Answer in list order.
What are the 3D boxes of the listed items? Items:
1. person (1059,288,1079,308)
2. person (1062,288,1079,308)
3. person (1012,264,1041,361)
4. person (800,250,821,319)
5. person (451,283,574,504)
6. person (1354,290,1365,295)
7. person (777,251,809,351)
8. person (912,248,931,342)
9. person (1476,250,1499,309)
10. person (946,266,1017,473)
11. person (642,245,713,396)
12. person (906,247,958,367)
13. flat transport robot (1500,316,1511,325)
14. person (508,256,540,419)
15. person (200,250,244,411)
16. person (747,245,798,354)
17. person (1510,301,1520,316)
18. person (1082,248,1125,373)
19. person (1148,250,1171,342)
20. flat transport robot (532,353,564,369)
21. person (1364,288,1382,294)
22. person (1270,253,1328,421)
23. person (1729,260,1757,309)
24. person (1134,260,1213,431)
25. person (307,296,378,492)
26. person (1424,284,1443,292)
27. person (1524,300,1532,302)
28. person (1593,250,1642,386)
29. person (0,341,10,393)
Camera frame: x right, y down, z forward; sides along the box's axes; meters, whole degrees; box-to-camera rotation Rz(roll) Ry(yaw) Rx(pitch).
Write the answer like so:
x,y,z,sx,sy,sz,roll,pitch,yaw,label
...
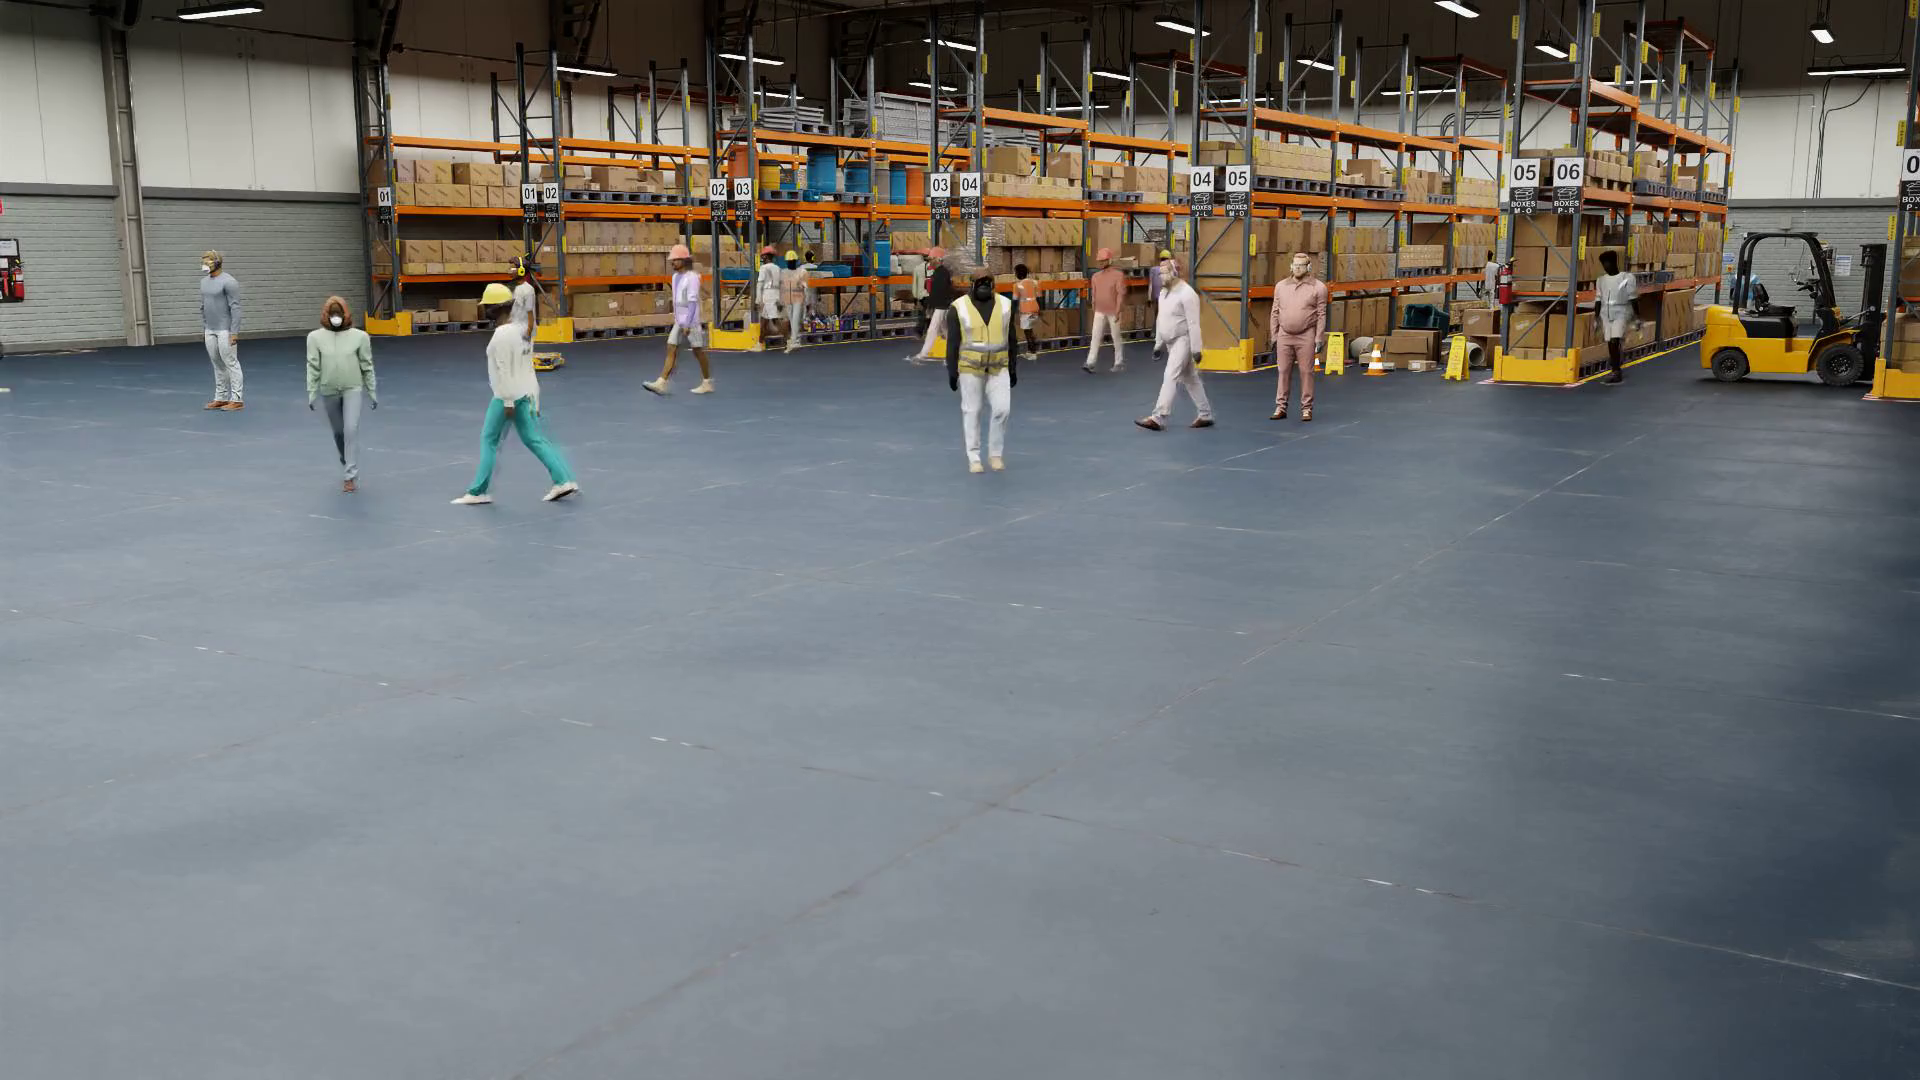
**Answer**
x,y,z,sx,sy,sz,roll,pitch,yaw,label
2.643,-6.095,40.389,0.629,1.843,0.429,8,13,37,person
2.622,-5.993,39.806,0.373,1.843,0.571,-7,12,-35,person
1.123,-3.908,28.593,0.557,1.664,0.536,-9,13,-41,person
-3.246,-5.352,36.141,0.517,1.875,0.328,5,11,26,person
-3.480,-1.124,12.912,0.922,1.729,0.538,0,10,0,person
10.303,-6.476,42.443,1.091,1.871,0.637,5,11,24,person
-3.182,-4.526,31.508,0.604,1.871,0.925,4,11,19,person
-0.707,-5.071,34.405,0.595,1.940,1.052,7,12,34,person
12.450,-5.901,39.259,0.514,1.860,0.325,2,10,14,person
0.205,-1.482,14.593,0.664,1.822,0.540,-2,10,-13,person
-3.717,-2.893,22.025,1.027,1.987,0.637,-8,13,-39,person
-0.437,-3.812,27.285,0.994,1.943,0.660,-2,10,-13,person
13.251,-5.393,40.852,0.652,0.197,1.431,0,10,2,flat transport robot
-5.041,-2.316,19.142,0.328,1.872,0.513,-6,12,-29,person
-8.957,-2.530,20.147,0.635,1.937,0.352,6,12,30,person
-3.422,-4.414,30.572,1.043,1.992,0.607,4,11,20,person
13.980,-6.424,41.670,0.780,2.000,0.728,1,10,7,person
2.281,-3.573,25.988,0.609,1.940,1.030,6,12,30,person
4.179,-4.959,33.933,0.614,1.867,1.010,6,12,29,person
-6.838,-2.897,26.871,0.652,0.197,1.431,-1,10,-4,flat transport robot
9.860,-6.011,40.019,0.849,1.813,0.651,-5,11,-27,person
3.853,-2.317,19.029,0.643,1.913,0.410,5,11,26,person
16.906,-5.210,35.904,0.539,1.674,0.737,6,12,32,person
2.370,-2.108,18.068,1.000,1.844,0.650,-3,11,-16,person
-5.120,-1.227,13.811,0.529,1.598,0.783,-2,10,-11,person
11.824,-6.337,41.561,0.491,1.912,0.627,-7,13,-36,person
13.209,-5.816,38.841,0.903,1.834,0.592,-6,12,-29,person
9.230,-3.129,23.548,0.770,1.921,0.688,-7,12,-34,person
-13.064,-2.853,22.263,0.466,1.827,0.538,-6,12,-31,person
